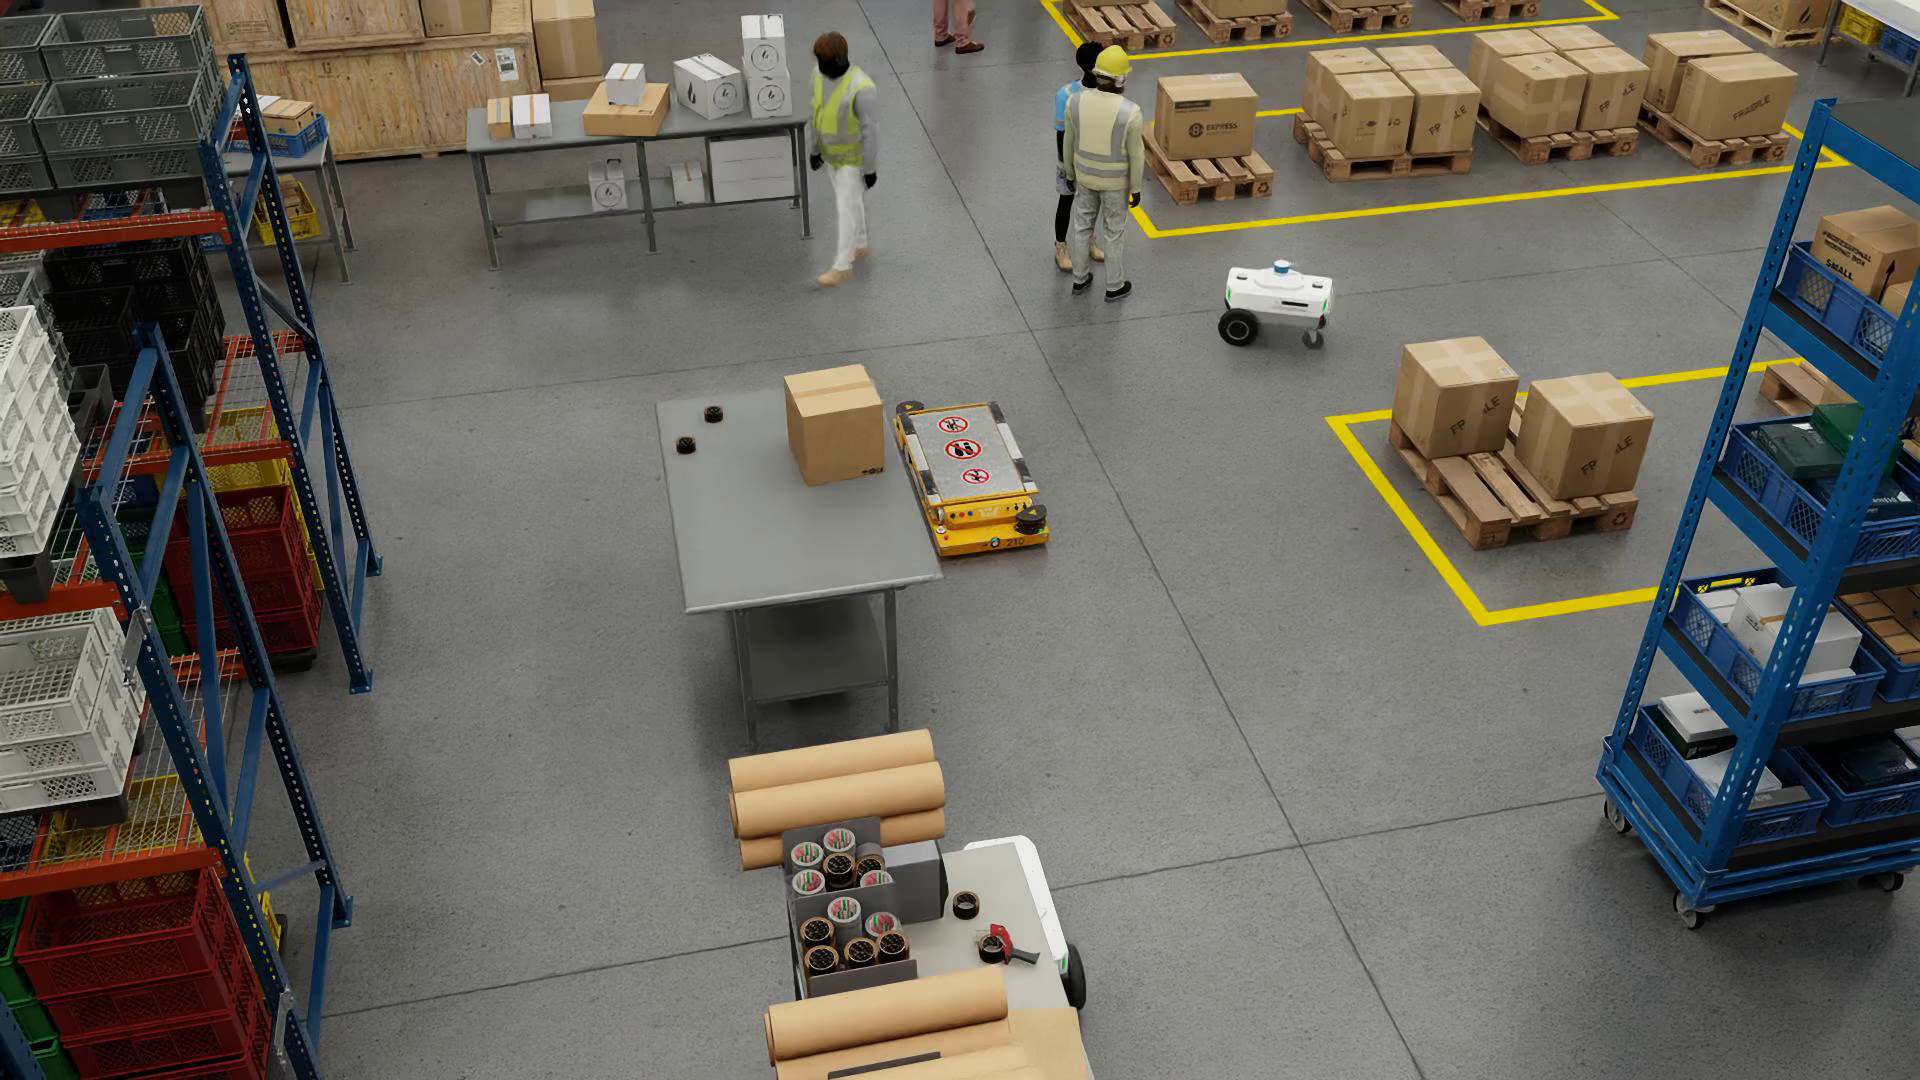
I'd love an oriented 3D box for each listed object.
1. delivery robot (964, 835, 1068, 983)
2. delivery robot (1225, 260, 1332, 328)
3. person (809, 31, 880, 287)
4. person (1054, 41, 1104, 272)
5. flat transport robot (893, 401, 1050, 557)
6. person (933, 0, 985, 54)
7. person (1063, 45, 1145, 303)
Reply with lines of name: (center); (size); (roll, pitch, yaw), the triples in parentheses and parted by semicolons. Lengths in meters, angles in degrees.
delivery robot: (0.222, 1.590, 7.082); (0.477, 0.478, 0.707); (-7, 37, -9)
delivery robot: (2.202, -1.698, 11.500); (0.707, 0.478, 0.477); (8, 37, 11)
person: (-0.863, -2.764, 11.958); (0.511, 1.830, 0.644); (-26, 44, -30)
person: (0.911, -2.796, 12.101); (0.529, 1.697, 0.321); (-19, 41, -24)
flat transport robot: (0.046, -0.430, 10.108); (0.652, 0.197, 1.431); (-8, 37, -10)
person: (-0.036, -5.581, 15.671); (0.399, 1.909, 0.642); (-28, 45, -32)
person: (1.015, -2.558, 11.671); (0.599, 1.827, 0.403); (19, 41, 23)
